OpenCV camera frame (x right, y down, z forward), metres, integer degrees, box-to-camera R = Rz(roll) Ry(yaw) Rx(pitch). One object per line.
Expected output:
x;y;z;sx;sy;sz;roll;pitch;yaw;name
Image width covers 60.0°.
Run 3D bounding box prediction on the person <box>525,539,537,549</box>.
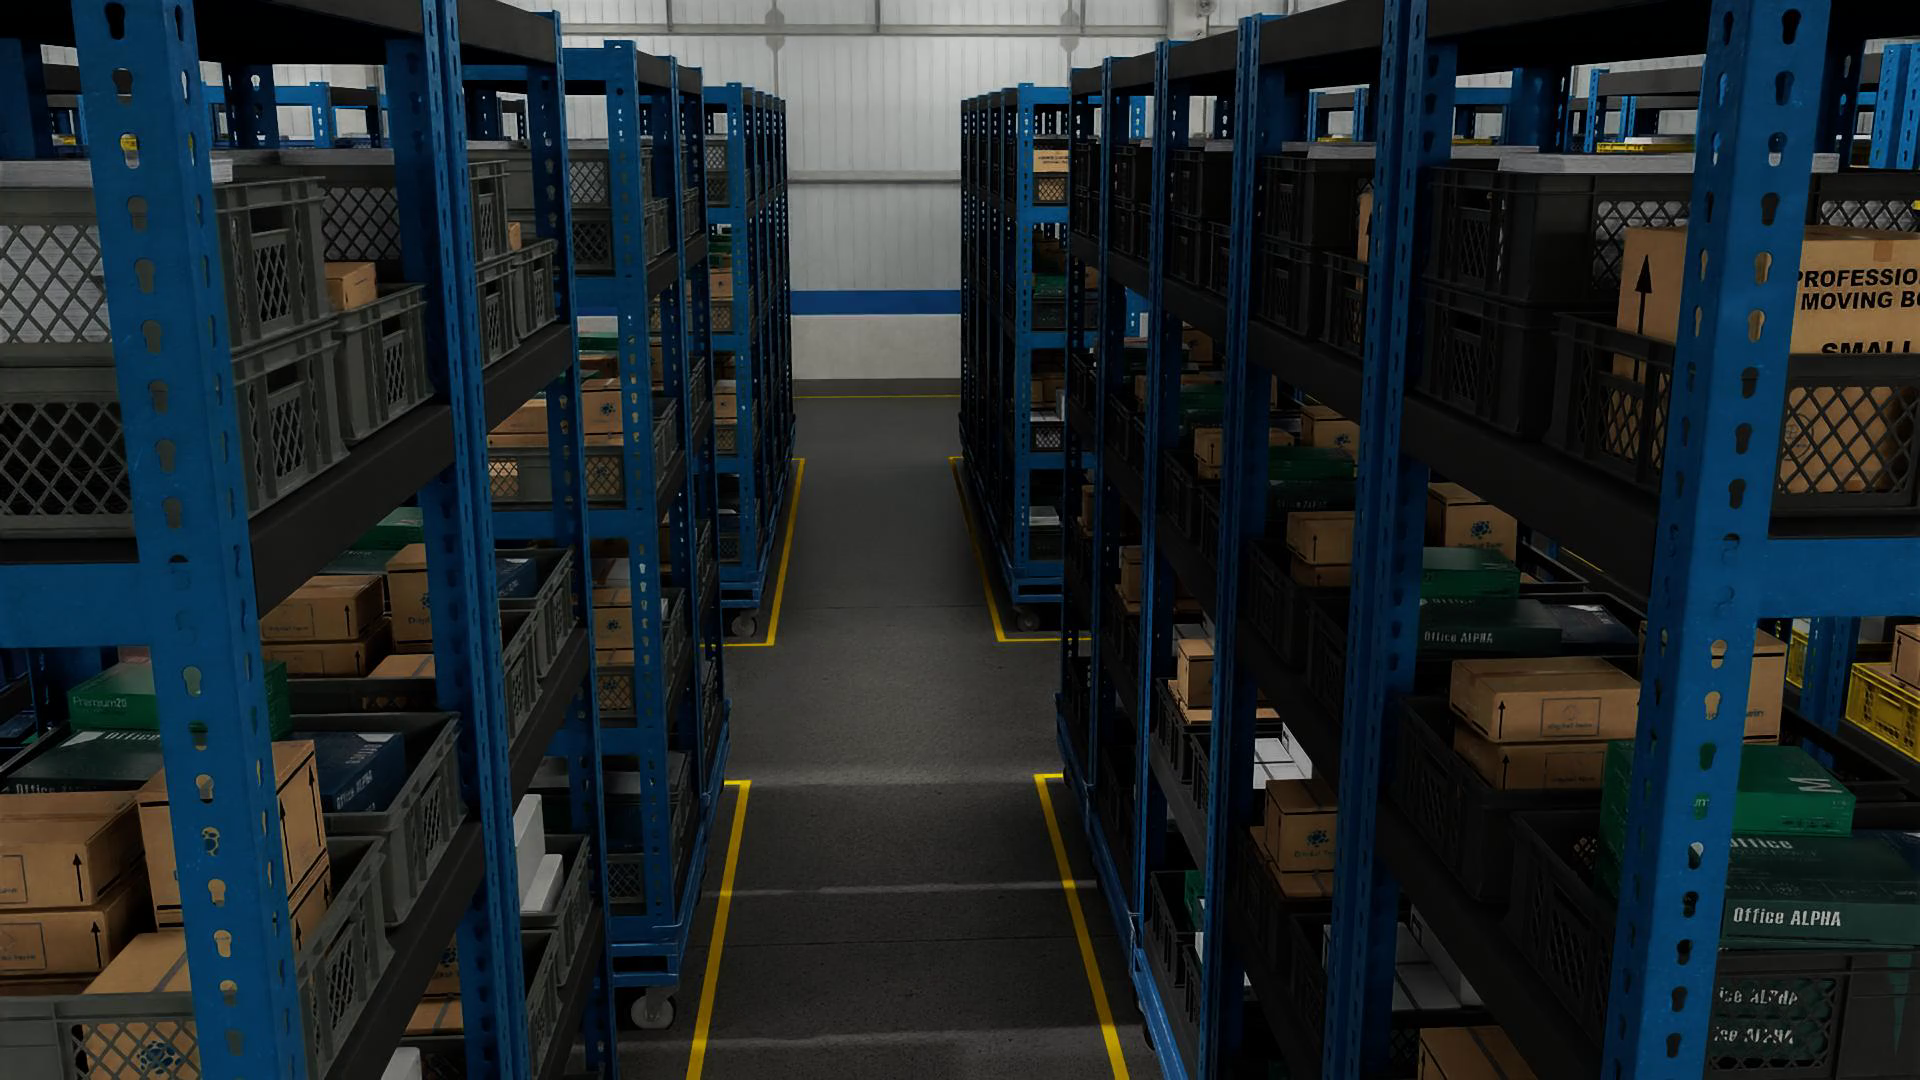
-2.672;-0.199;10.472;0.415;1.985;0.611;-1;14;-4;person
